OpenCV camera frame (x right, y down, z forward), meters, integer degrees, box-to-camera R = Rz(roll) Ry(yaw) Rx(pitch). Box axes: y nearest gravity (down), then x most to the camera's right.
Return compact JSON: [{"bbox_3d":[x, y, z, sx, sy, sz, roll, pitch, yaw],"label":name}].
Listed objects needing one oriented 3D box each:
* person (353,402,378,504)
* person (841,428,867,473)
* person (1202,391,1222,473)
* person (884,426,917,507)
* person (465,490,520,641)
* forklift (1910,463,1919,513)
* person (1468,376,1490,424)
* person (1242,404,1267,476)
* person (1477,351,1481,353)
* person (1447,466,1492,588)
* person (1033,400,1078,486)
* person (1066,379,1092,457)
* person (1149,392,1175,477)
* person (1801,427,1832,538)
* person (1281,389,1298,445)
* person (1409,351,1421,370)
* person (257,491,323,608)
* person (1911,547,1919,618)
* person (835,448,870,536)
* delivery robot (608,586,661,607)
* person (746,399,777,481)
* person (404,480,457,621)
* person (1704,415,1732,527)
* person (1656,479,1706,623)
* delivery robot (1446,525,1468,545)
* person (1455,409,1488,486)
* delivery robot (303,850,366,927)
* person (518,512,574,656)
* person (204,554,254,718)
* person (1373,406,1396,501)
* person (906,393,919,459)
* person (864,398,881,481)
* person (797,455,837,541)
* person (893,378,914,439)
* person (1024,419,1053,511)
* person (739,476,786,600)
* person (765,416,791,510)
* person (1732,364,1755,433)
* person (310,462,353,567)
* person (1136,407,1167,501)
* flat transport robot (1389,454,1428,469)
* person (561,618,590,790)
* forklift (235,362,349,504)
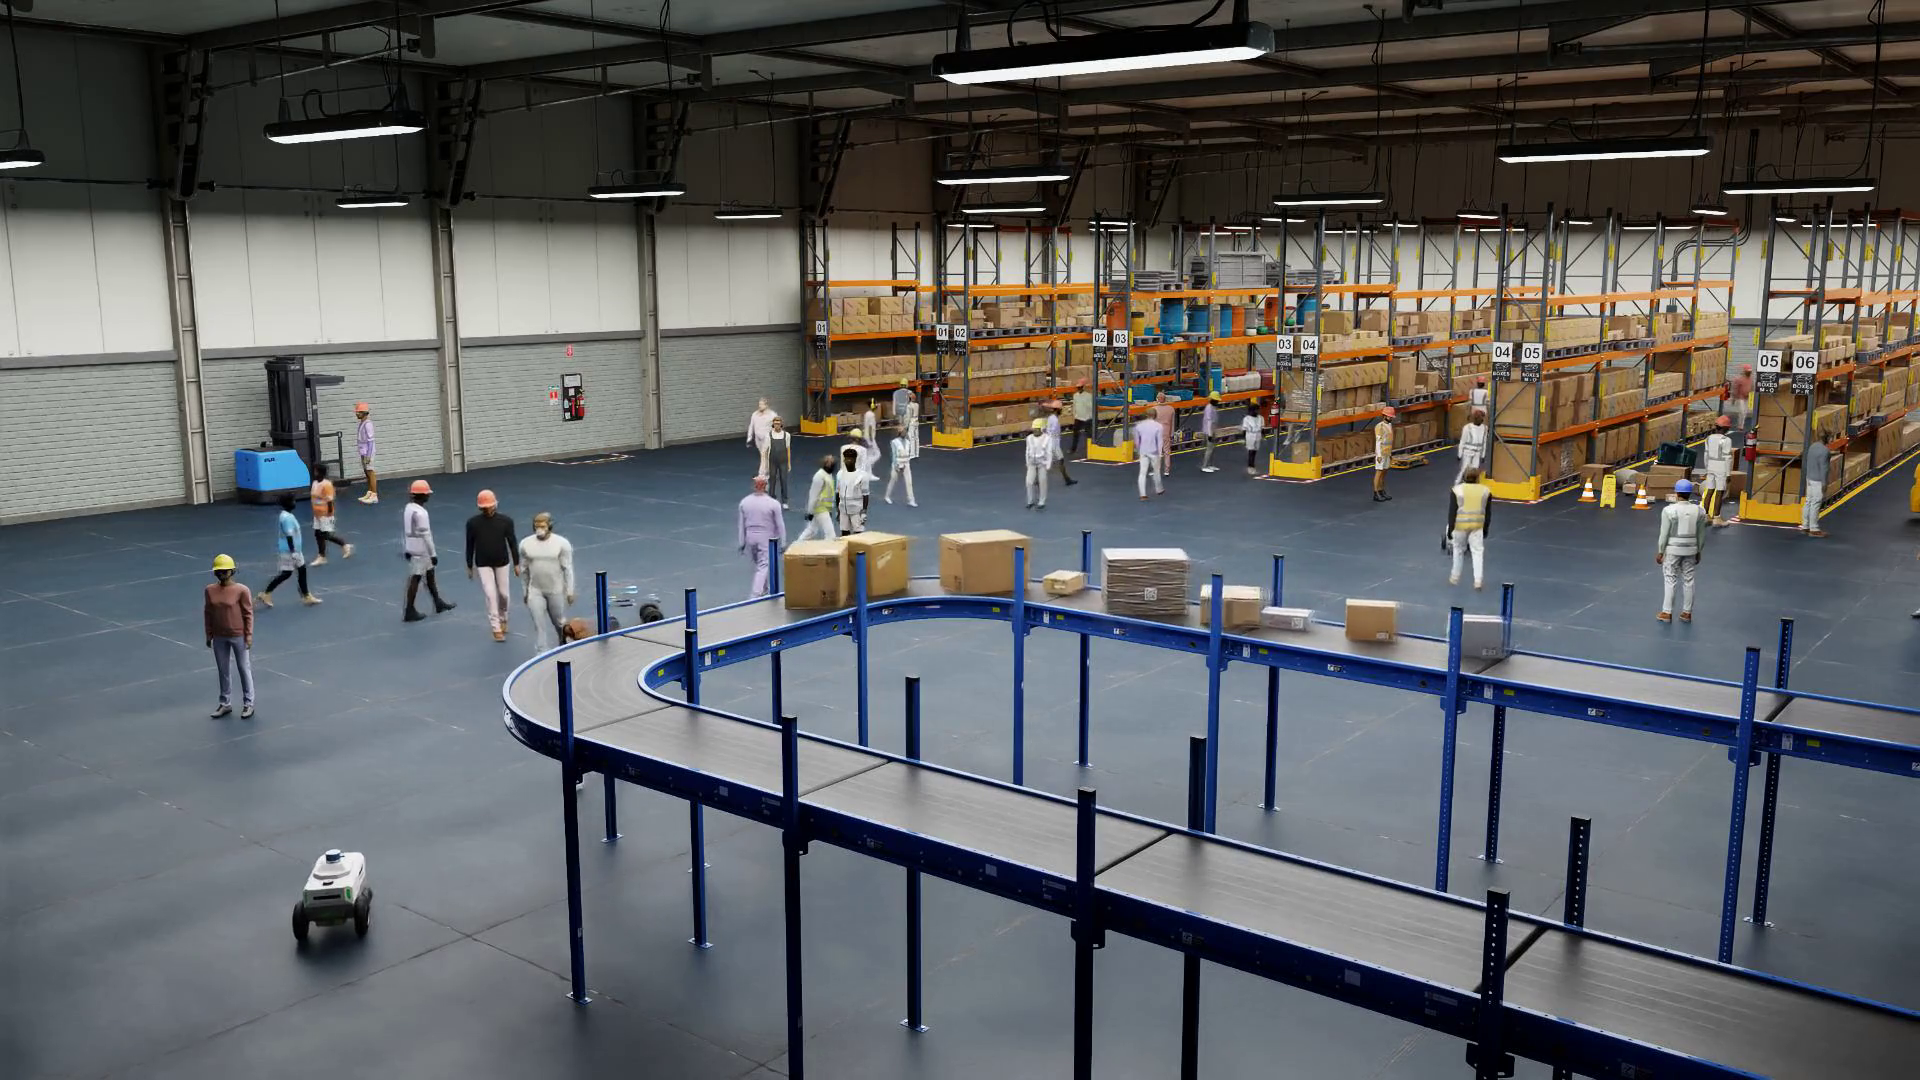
[{"bbox_3d":[-12.025,-1.764,31.643,0.376,2.045,0.605,-6,12,-32],"label":"person"},{"bbox_3d":[-2.019,-1.249,29.596,0.521,1.737,0.718,1,10,8],"label":"person"},{"bbox_3d":[5.865,-2.525,36.355,0.422,1.896,0.616,4,11,20],"label":"person"},{"bbox_3d":[-1.212,-1.487,31.360,0.505,1.604,0.858,-8,13,-37],"label":"person"},{"bbox_3d":[-6.062,0.303,20.296,0.669,1.940,0.730,-4,11,-20],"label":"person"},{"bbox_3d":[19.034,-1.348,28.998,2.313,2.155,1.214,8,13,37],"label":"forklift"},{"bbox_3d":[13.594,-3.336,40.946,0.564,1.889,1.006,6,12,32],"label":"person"},{"bbox_3d":[6.730,-2.275,35.646,0.529,1.644,0.867,-4,11,-21],"label":"person"},{"bbox_3d":[17.858,-5.621,53.945,0.404,1.831,0.601,-7,13,-36],"label":"person"},{"bbox_3d":[7.647,-0.199,23.511,0.633,1.847,0.521,1,10,4],"label":"person"},{"bbox_3d":[2.040,-2.098,33.998,1.013,1.883,0.558,-2,10,-13],"label":"person"},{"bbox_3d":[3.088,-3.074,39.318,0.635,1.943,1.043,8,13,37],"label":"person"},{"bbox_3d":[4.561,-2.401,35.600,0.643,1.913,0.408,-3,10,-16],"label":"person"},{"bbox_3d":[15.268,-1.037,27.845,0.377,1.940,0.628,1,10,6],"label":"person"},{"bbox_3d":[8.885,-3.480,41.894,0.514,1.841,0.764,9,13,41],"label":"person"},{"bbox_3d":[15.655,-5.643,53.894,0.451,1.912,0.611,1,10,7],"label":"person"},{"bbox_3d":[-9.502,0.130,22.037,0.797,1.667,0.538,-4,11,-20],"label":"person"},{"bbox_3d":[13.359,0.172,21.302,0.384,1.845,0.569,-6,12,-32],"label":"person"},{"bbox_3d":[-1.708,-0.469,24.571,0.607,1.966,0.367,5,11,28],"label":"person"},{"bbox_3d":[-4.362,0.736,20.886,0.698,0.223,0.335,-3,11,-18],"label":"delivery robot"},{"bbox_3d":[-4.380,-2.205,34.678,0.654,1.847,1.020,6,12,30],"label":"person"},{"bbox_3d":[-7.261,0.121,21.407,0.882,1.904,0.578,-8,13,-37],"label":"person"},{"bbox_3d":[14.022,-1.279,28.899,0.365,2.045,0.615,-3,10,-15],"label":"person"},{"bbox_3d":[9.739,0.145,21.169,0.617,1.943,0.396,0,10,-2],"label":"person"},{"bbox_3d":[8.395,-0.112,26.387,0.477,0.478,0.707,3,10,15],"label":"delivery robot"},{"bbox_3d":[10.517,-1.784,32.300,0.607,1.858,0.608,-3,11,-19],"label":"person"},{"bbox_3d":[-4.610,2.527,11.534,0.477,0.478,0.707,-2,10,-13],"label":"delivery robot"},{"bbox_3d":[-4.941,0.589,18.778,0.635,1.916,0.855,0,10,-2],"label":"person"},{"bbox_3d":[-7.817,1.023,16.729,0.532,1.772,0.300,1,10,5],"label":"person"},{"bbox_3d":[8.692,-1.769,31.990,0.371,1.931,0.543,9,13,40],"label":"person"},{"bbox_3d":[-1.180,-2.827,38.765,0.308,1.639,0.511,5,11,28],"label":"person"},{"bbox_3d":[-1.939,-2.245,34.867,0.383,1.855,0.555,-2,10,-9],"label":"person"},{"bbox_3d":[-2.326,-0.497,25.321,0.993,1.777,0.631,0,10,2],"label":"person"},{"bbox_3d":[-1.487,-3.408,41.587,0.598,1.803,0.810,2,10,12],"label":"person"},{"bbox_3d":[1.504,-1.457,30.579,0.596,1.812,0.613,5,11,26],"label":"person"},{"bbox_3d":[-2.804,0.020,22.129,0.664,1.864,0.994,4,11,21],"label":"person"},{"bbox_3d":[-3.579,-1.511,30.776,0.514,1.844,0.333,-2,10,-12],"label":"person"},{"bbox_3d":[22.385,-4.018,44.519,0.644,1.969,0.661,-2,10,-9],"label":"person"},{"bbox_3d":[-10.174,-0.428,25.146,0.539,1.684,0.566,9,14,42],"label":"person"},{"bbox_3d":[3.940,-1.778,32.143,0.660,1.888,0.990,6,12,31],"label":"person"},{"bbox_3d":[10.613,-1.885,37.433,0.652,0.197,1.431,8,13,38],"label":"flat transport robot"},{"bbox_3d":[-3.490,1.498,14.453,0.518,1.618,0.545,3,10,15],"label":"person"},{"bbox_3d":[-13.803,-2.244,32.110,1.129,2.768,1.873,8,13,37],"label":"forklift"}]
